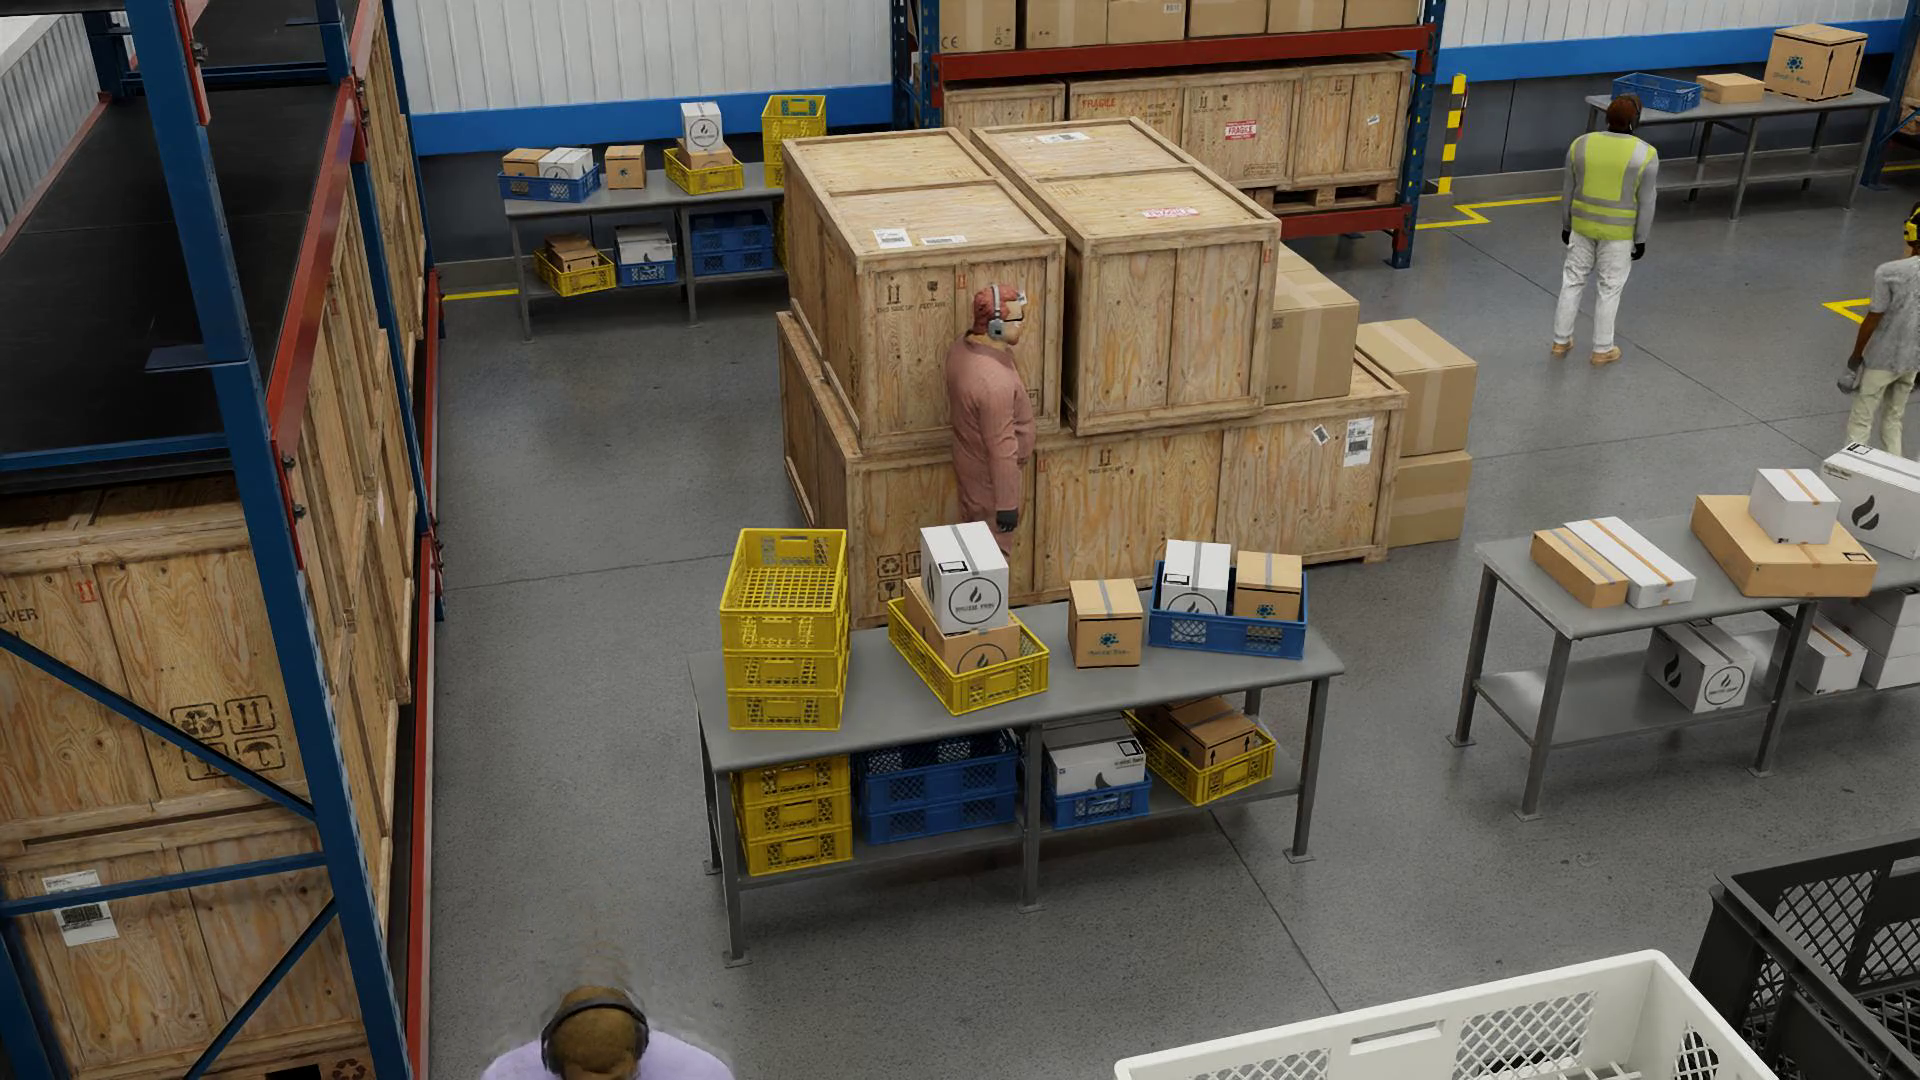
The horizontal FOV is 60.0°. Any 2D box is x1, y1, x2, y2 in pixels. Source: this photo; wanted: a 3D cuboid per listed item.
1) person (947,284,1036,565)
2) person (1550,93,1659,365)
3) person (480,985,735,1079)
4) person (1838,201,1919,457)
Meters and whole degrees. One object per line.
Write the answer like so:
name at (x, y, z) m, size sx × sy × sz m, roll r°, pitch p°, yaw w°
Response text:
person at (0.165, -0.314, 7.976) m, size 0.403 × 1.906 × 0.651 m, roll -8°, pitch 30°, yaw -14°
person at (4.371, -2.104, 11.288) m, size 0.627 × 1.847 × 0.429 m, roll 22°, pitch 36°, yaw 34°
person at (-0.864, 1.724, 4.344) m, size 0.639 × 1.861 × 1.092 m, roll -5°, pitch 29°, yaw -9°
person at (5.152, -0.965, 9.210) m, size 0.504 × 1.860 × 0.318 m, roll -4°, pitch 29°, yaw -8°
